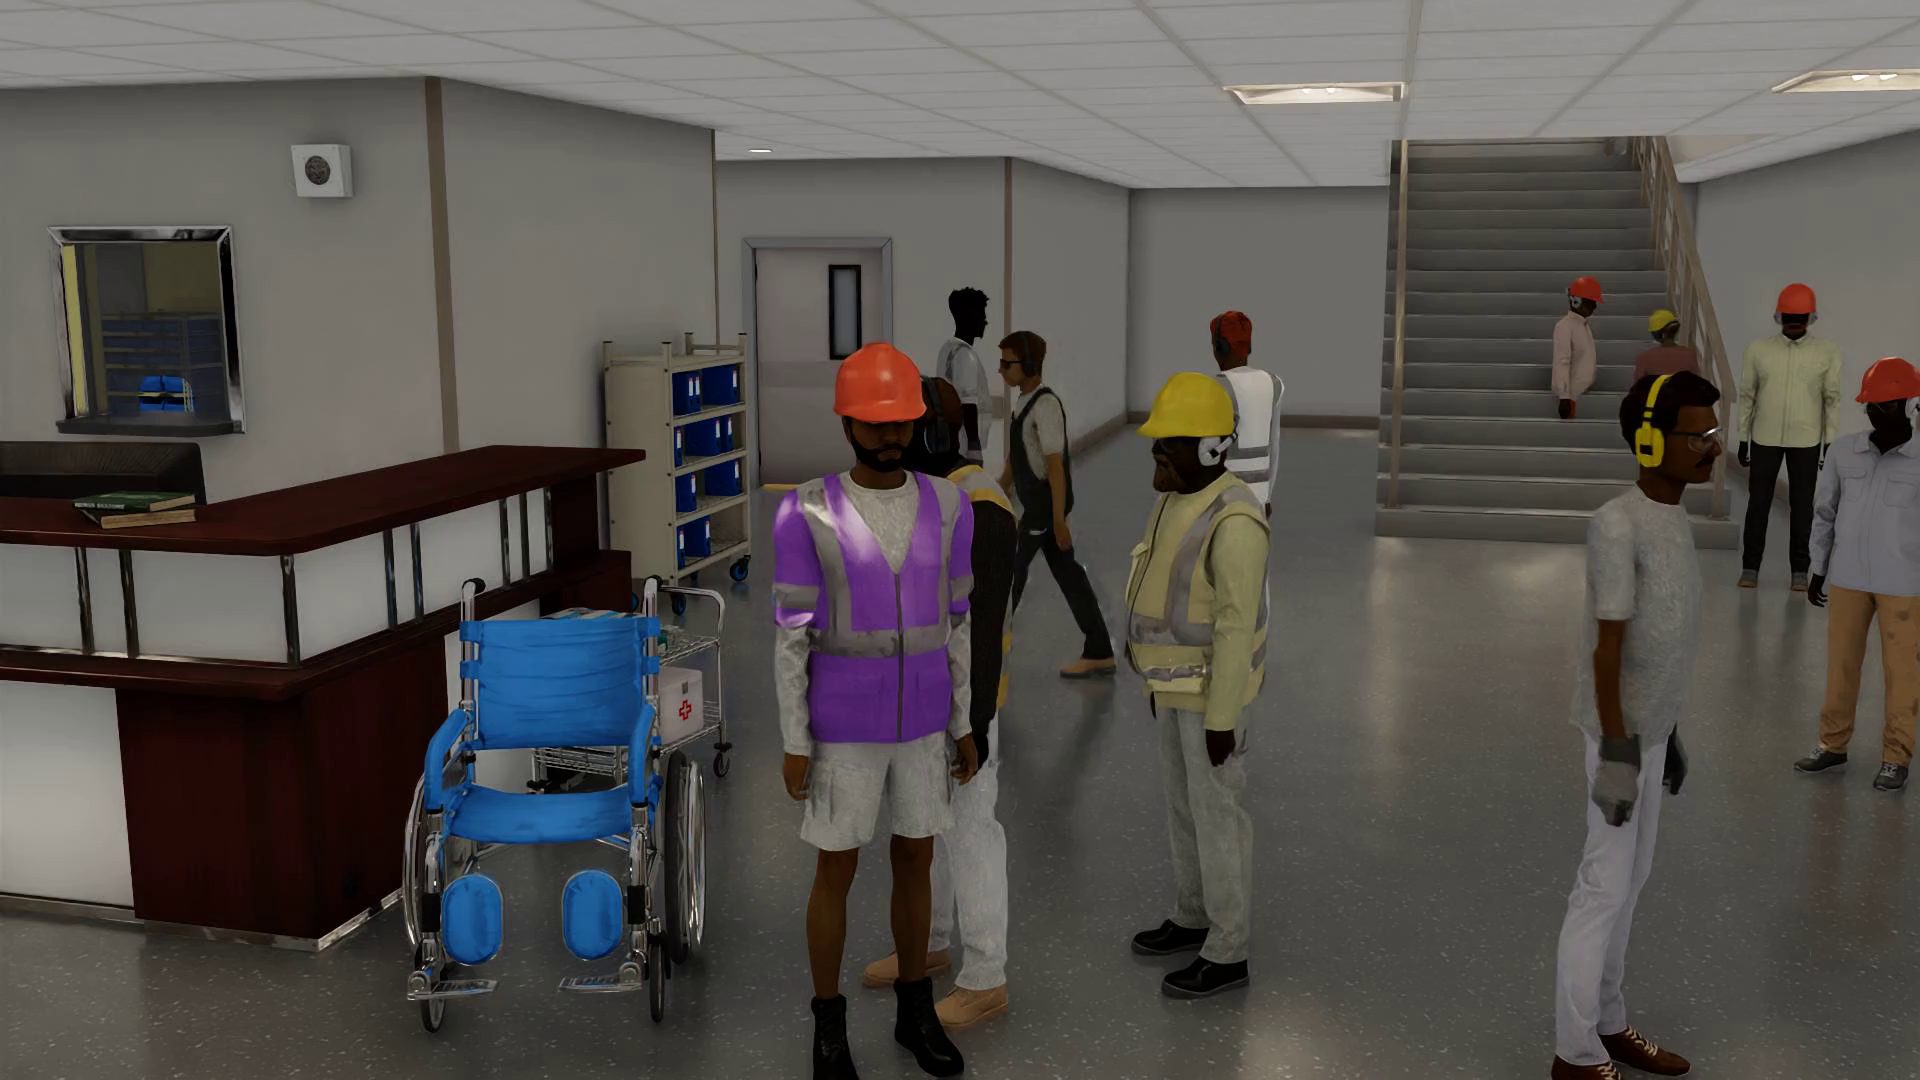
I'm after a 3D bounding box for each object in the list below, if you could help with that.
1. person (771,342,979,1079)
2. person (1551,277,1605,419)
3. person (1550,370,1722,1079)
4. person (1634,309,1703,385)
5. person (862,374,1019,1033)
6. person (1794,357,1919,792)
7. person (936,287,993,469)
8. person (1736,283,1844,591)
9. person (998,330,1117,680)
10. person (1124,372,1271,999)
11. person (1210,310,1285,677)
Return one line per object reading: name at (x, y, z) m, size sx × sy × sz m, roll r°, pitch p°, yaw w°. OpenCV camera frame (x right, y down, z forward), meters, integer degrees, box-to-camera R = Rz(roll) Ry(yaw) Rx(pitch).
person at (-0.201, 0.463, 4.289) m, size 0.550 × 1.937 × 0.357 m, roll -4°, pitch 11°, yaw -24°
person at (5.174, -1.211, 14.005) m, size 0.393 × 1.985 × 0.611 m, roll 7°, pitch 12°, yaw 35°
person at (1.734, 0.507, 4.227) m, size 0.331 × 1.874 × 0.519 m, roll 8°, pitch 12°, yaw 38°
person at (5.824, -1.020, 13.652) m, size 0.580 × 1.725 × 0.558 m, roll 4°, pitch 10°, yaw 23°
person at (-0.078, 0.449, 4.703) m, size 0.431 × 1.835 × 0.623 m, roll -6°, pitch 11°, yaw -30°
person at (3.727, 0.135, 6.760) m, size 0.335 × 1.749 × 0.575 m, roll -7°, pitch 12°, yaw -37°
person at (0.029, -0.627, 10.621) m, size 0.361 × 1.964 × 0.614 m, roll -2°, pitch 10°, yaw -14°
person at (5.341, -0.656, 10.750) m, size 0.607 × 1.986 × 0.406 m, roll 5°, pitch 11°, yaw 26°
person at (0.343, -0.154, 8.371) m, size 1.001 × 1.787 × 0.519 m, roll 0°, pitch 10°, yaw -2°
person at (0.686, 0.419, 4.894) m, size 0.404 × 1.826 × 0.593 m, roll -2°, pitch 10°, yaw -12°
person at (1.374, -0.208, 8.395) m, size 0.572 × 1.884 × 0.356 m, roll -8°, pitch 12°, yaw -38°
